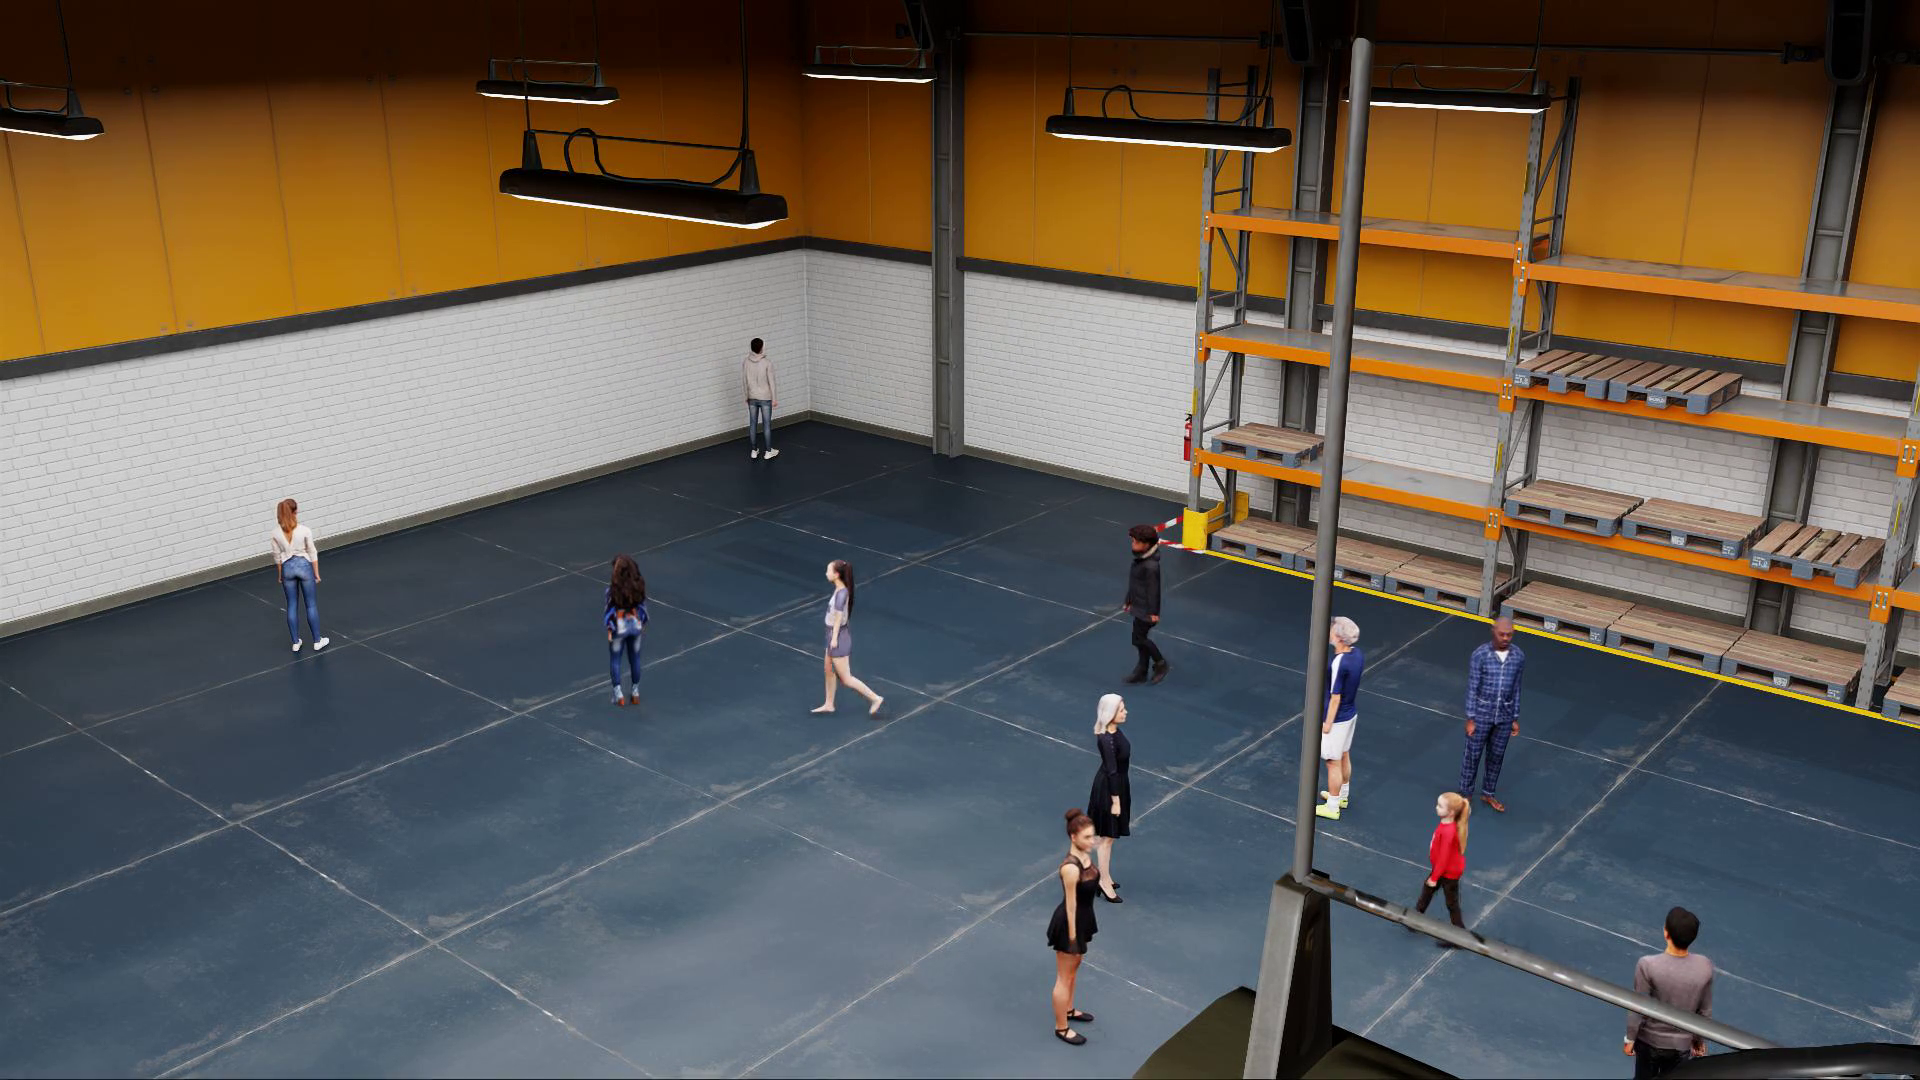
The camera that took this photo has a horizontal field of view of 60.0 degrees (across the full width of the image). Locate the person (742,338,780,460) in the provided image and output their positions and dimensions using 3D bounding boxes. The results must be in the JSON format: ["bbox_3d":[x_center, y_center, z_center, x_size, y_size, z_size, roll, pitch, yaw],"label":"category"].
[{"bbox_3d":[-3.084,-2.181,25.486,0.682,1.852,0.816,4,19,13],"label":"person"}]

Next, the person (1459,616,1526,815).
[{"bbox_3d":[4.647,1.508,14.583,0.762,1.820,0.813,-2,19,-7],"label":"person"}]

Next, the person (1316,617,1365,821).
[{"bbox_3d":[3.302,1.529,14.490,0.597,1.839,0.661,11,22,30],"label":"person"}]

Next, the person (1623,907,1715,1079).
[{"bbox_3d":[4.289,3.069,10.048,1.044,1.757,1.023,-15,23,-37],"label":"person"}]

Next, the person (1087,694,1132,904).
[{"bbox_3d":[1.194,2.022,13.171,0.740,1.747,0.698,1,19,2],"label":"person"}]

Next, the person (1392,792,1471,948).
[{"bbox_3d":[3.726,2.495,12.528,0.877,1.261,0.722,5,19,13],"label":"person"}]

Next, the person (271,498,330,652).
[{"bbox_3d":[-7.212,0.373,18.111,0.681,1.720,0.740,-2,19,-5],"label":"person"}]

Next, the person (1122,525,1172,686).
[{"bbox_3d":[1.991,0.675,17.152,0.893,1.759,0.835,-3,19,-8],"label":"person"}]

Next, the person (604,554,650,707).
[{"bbox_3d":[-3.326,0.907,16.675,0.706,1.624,0.703,-10,21,-26],"label":"person"}]

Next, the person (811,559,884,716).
[{"bbox_3d":[-1.103,0.994,16.410,1.040,1.627,0.959,-1,19,-2],"label":"person"}]

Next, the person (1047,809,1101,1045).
[{"bbox_3d":[0.789,2.636,11.458,0.670,1.677,0.654,6,20,19],"label":"person"}]
